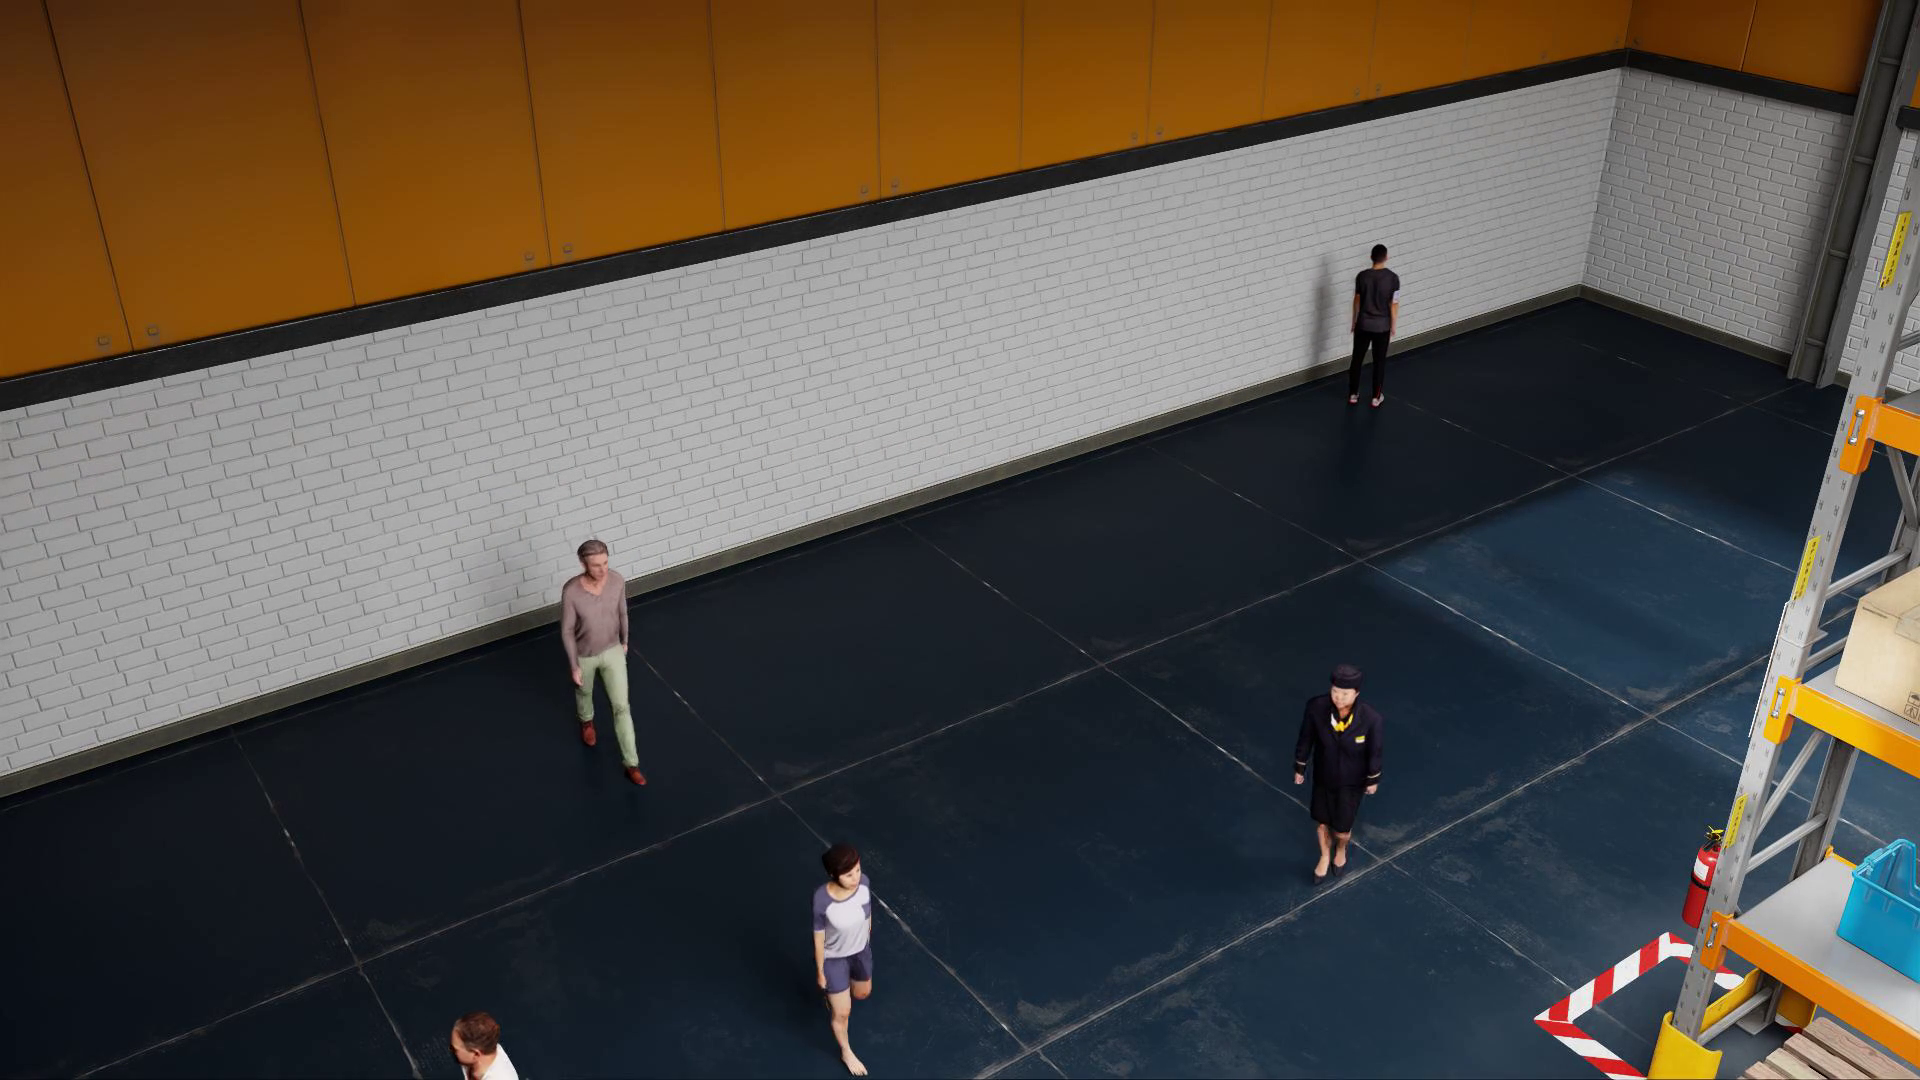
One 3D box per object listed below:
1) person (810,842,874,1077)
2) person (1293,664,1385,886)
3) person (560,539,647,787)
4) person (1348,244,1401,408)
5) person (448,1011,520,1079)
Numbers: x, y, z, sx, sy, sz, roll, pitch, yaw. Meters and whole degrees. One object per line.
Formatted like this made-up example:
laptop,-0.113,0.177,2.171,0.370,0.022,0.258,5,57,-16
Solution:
person,-0.706,2.302,9.442,0.588,1.546,0.826,-21,35,-34
person,2.478,1.503,10.786,0.761,1.662,0.879,15,32,25
person,-2.640,0.794,11.930,0.821,1.812,1.336,-13,31,-22
person,4.354,-2.266,17.589,0.676,1.764,0.779,12,31,21
person,-2.086,2.947,7.975,1.009,1.818,1.254,-8,30,-14
